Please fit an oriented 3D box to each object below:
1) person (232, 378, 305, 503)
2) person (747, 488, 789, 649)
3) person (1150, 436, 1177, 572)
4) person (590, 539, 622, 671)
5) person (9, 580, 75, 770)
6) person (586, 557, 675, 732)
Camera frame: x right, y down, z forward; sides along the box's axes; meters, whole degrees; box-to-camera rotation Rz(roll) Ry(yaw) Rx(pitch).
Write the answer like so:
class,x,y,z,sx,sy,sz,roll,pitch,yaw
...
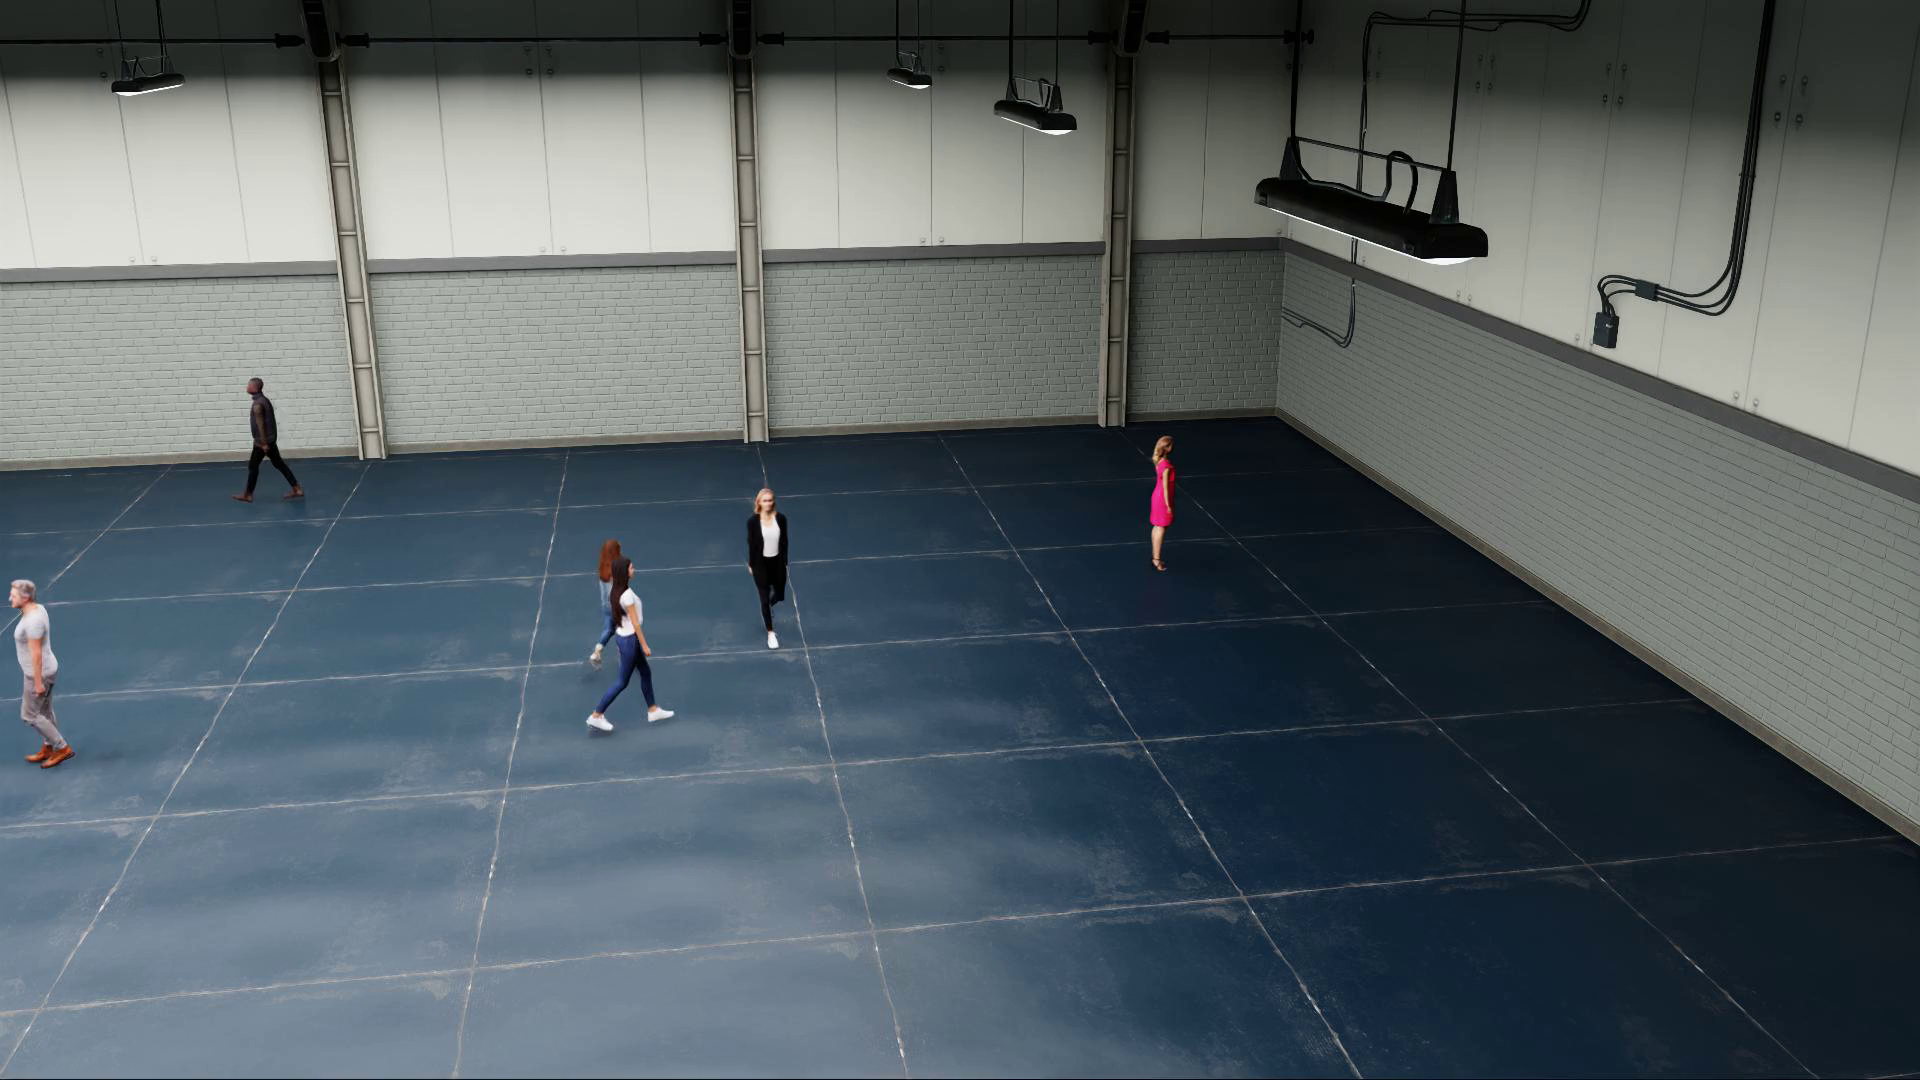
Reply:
class,x,y,z,sx,sy,sz,roll,pitch,yaw
person,-9.758,-1.385,23.564,1.175,1.788,0.728,-3,18,-8
person,-2.142,0.282,18.445,0.952,1.787,0.788,-7,19,-20
person,2.525,-0.480,20.889,0.575,1.723,0.601,-1,18,-2
person,-3.722,0.715,17.636,0.846,1.464,0.906,13,22,34
person,-8.516,1.222,15.502,0.752,1.822,0.776,-7,19,-21
person,-3.303,1.054,16.155,1.139,1.738,0.724,-6,19,-18
